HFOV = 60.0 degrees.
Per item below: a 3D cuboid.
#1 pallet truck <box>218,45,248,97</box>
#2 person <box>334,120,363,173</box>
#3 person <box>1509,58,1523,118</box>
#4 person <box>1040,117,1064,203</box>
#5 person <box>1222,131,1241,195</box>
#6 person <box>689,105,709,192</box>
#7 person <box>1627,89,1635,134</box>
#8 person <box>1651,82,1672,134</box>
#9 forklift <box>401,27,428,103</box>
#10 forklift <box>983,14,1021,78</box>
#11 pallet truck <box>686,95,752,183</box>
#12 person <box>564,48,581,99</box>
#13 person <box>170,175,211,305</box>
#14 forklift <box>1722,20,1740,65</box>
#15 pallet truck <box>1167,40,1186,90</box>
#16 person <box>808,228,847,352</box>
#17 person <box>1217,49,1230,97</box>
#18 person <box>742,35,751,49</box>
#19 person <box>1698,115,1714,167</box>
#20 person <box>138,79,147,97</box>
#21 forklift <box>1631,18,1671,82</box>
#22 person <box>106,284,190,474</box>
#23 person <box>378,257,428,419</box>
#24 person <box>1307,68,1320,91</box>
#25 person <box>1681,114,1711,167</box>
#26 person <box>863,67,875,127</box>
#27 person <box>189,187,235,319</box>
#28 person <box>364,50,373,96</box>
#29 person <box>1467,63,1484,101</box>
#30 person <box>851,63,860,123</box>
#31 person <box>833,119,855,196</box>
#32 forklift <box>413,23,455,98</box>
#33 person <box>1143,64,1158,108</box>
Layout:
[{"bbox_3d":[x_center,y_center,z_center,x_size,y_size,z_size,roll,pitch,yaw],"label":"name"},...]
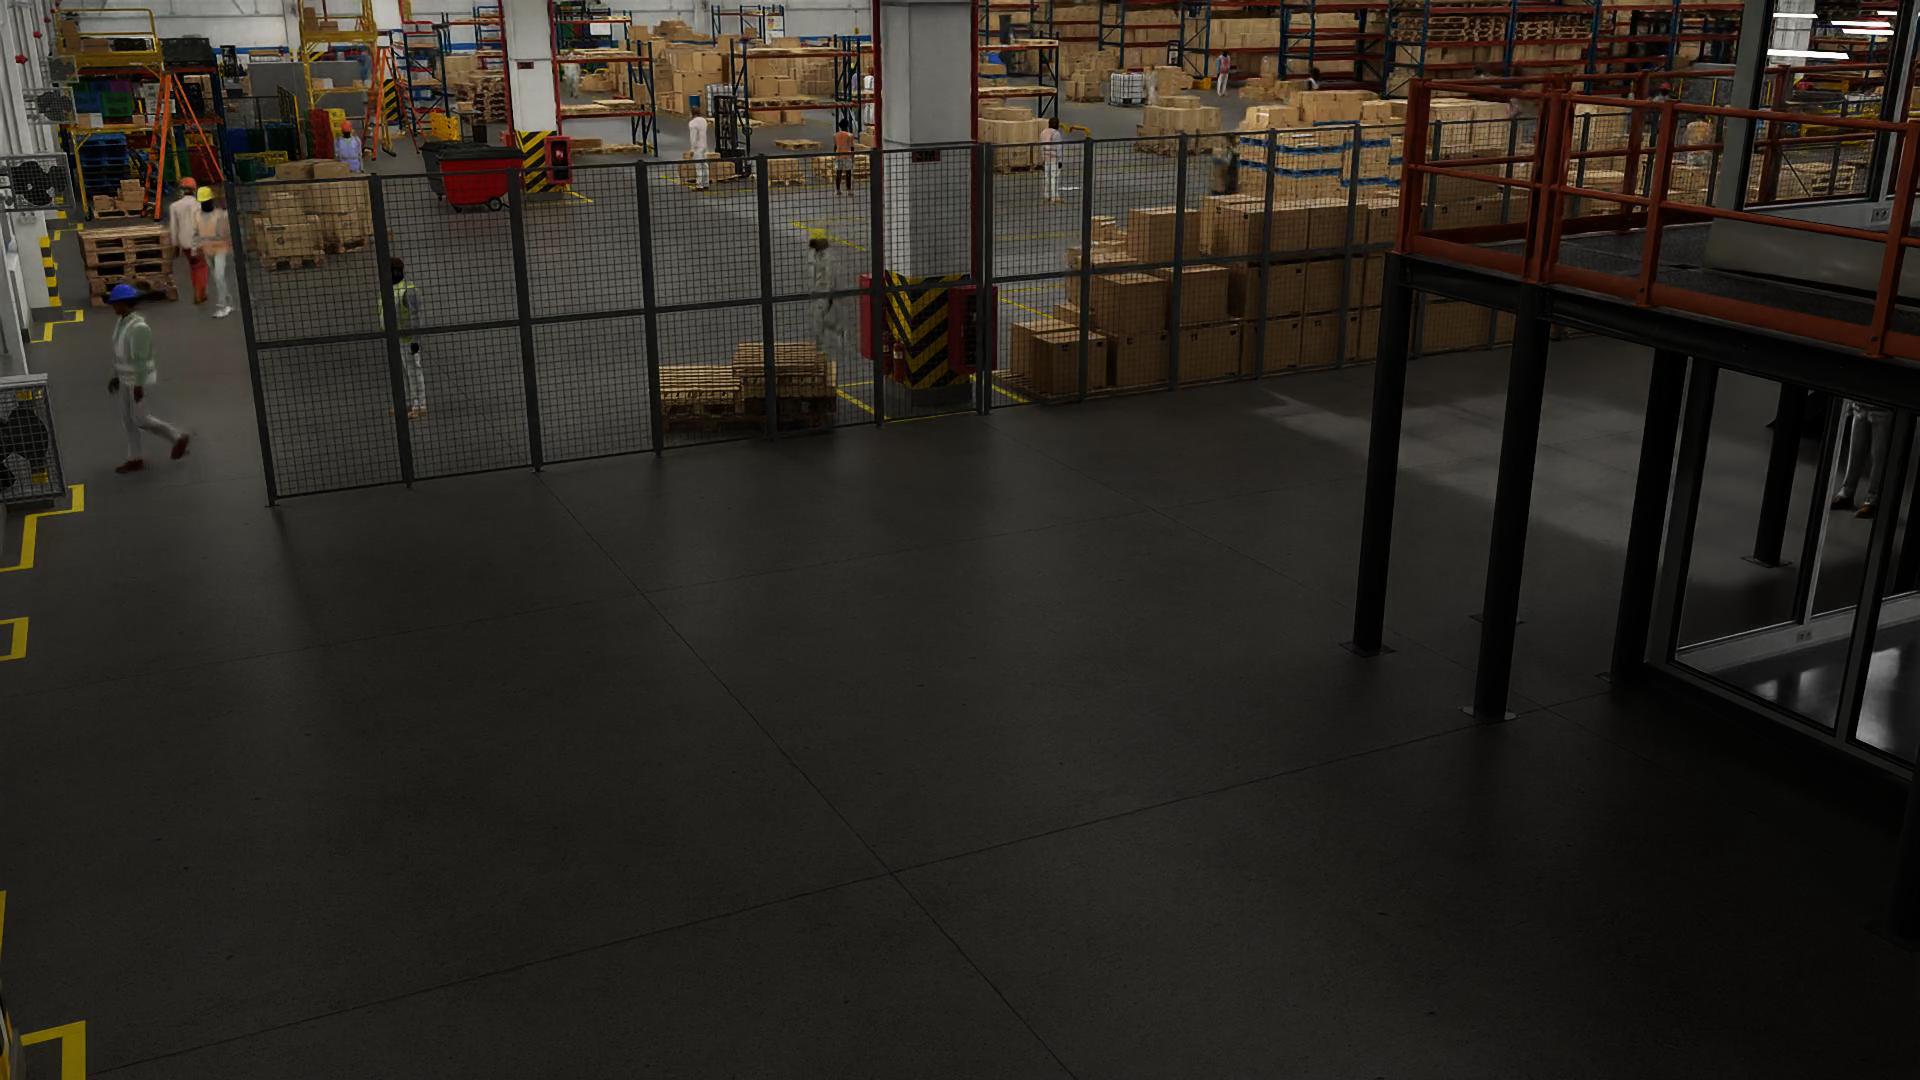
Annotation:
[{"bbox_3d":[-28.879,-18.665,66.111,0.823,1.965,1.885,-3,19,-9],"label":"pallet truck"},{"bbox_3d":[-12.629,-7.708,34.434,0.543,1.941,0.353,-8,21,-23],"label":"person"},{"bbox_3d":[18.895,-15.382,56.617,0.427,1.978,0.627,-1,19,-1],"label":"person"},{"bbox_3d":[2.022,-8.267,36.211,0.429,1.840,0.624,-14,23,-35],"label":"person"},{"bbox_3d":[5.389,-7.279,33.361,0.524,1.833,0.523,17,26,41],"label":"person"},{"bbox_3d":[-5.978,-8.939,38.010,0.378,1.936,0.628,8,21,23],"label":"person"},{"bbox_3d":[20.122,-12.746,49.556,0.507,1.591,0.835,2,19,7],"label":"person"},{"bbox_3d":[19.327,-11.662,45.930,0.557,1.924,0.495,-14,23,-34],"label":"person"},{"bbox_3d":[-20.775,-17.590,61.662,1.873,2.768,1.129,-9,21,-25],"label":"forklift"},{"bbox_3d":[2.057,-22.880,76.995,1.873,2.768,1.129,6,20,17],"label":"forklift"},{"bbox_3d":[-5.836,-9.608,39.856,0.823,1.965,1.885,10,22,27],"label":"pallet truck"},{"bbox_3d":[-15.094,-18.207,64.890,0.657,1.925,0.439,-6,20,-16],"label":"person"},{"bbox_3d":[-11.562,-4.486,25.085,0.629,1.956,0.776,-2,19,-6],"label":"person"},{"bbox_3d":[31.844,-20.093,68.917,1.873,2.768,1.129,10,22,27],"label":"forklift"},{"bbox_3d":[9.045,-19.971,69.895,0.823,1.965,1.885,-3,19,-8],"label":"pallet truck"},{"bbox_3d":[-1.778,-3.269,21.895,0.673,1.723,0.489,-14,23,-35],"label":"person"},{"bbox_3d":[10.451,-18.498,65.861,0.621,1.845,0.429,-10,22,-27],"label":"person"},{"bbox_3d":[-9.995,-22.655,77.803,0.477,1.905,0.590,-13,23,-34],"label":"person"},{"bbox_3d":[17.577,-9.375,39.574,0.537,1.736,0.716,1,19,2],"label":"person"},{"bbox_3d":[-25.171,-13.425,51.474,0.523,1.631,0.323,9,21,23],"label":"person"},{"bbox_3d":[30.630,-21.395,72.691,1.129,2.768,1.873,-10,21,-26],"label":"forklift"},{"bbox_3d":[-8.352,-1.637,16.880,0.634,1.906,0.658,17,26,41],"label":"person"},{"bbox_3d":[-6.352,-2.297,18.898,0.633,1.841,0.429,17,25,40],"label":"person"},{"bbox_3d":[11.177,-14.007,52.761,0.481,1.901,0.589,14,23,35],"label":"person"},{"bbox_3d":[16.781,-8.921,38.023,0.542,1.885,0.952,3,19,9],"label":"person"},{"bbox_3d":[-2.881,-14.267,53.554,0.355,1.877,0.574,-17,26,-41],"label":"person"},{"bbox_3d":[-10.963,-4.196,24.326,0.595,1.890,0.871,3,19,10],"label":"person"},{"bbox_3d":[-23.237,-18.540,65.919,1.031,1.880,0.655,13,23,33],"label":"person"},{"bbox_3d":[16.625,-14.275,53.319,0.791,2.000,0.696,6,20,18],"label":"person"},{"bbox_3d":[-3.479,-14.691,54.718,0.397,1.919,0.581,2,19,6],"label":"person"},{"bbox_3d":[-2.606,-8.619,37.457,0.533,1.690,0.321,8,21,23],"label":"person"},{"bbox_3d":[-20.889,-18.720,64.937,1.873,2.768,1.129,14,24,35],"label":"forklift"},{"bbox_3d":[6.838,-16.288,59.812,0.863,1.597,0.510,-15,24,-36],"label":"person"}]
